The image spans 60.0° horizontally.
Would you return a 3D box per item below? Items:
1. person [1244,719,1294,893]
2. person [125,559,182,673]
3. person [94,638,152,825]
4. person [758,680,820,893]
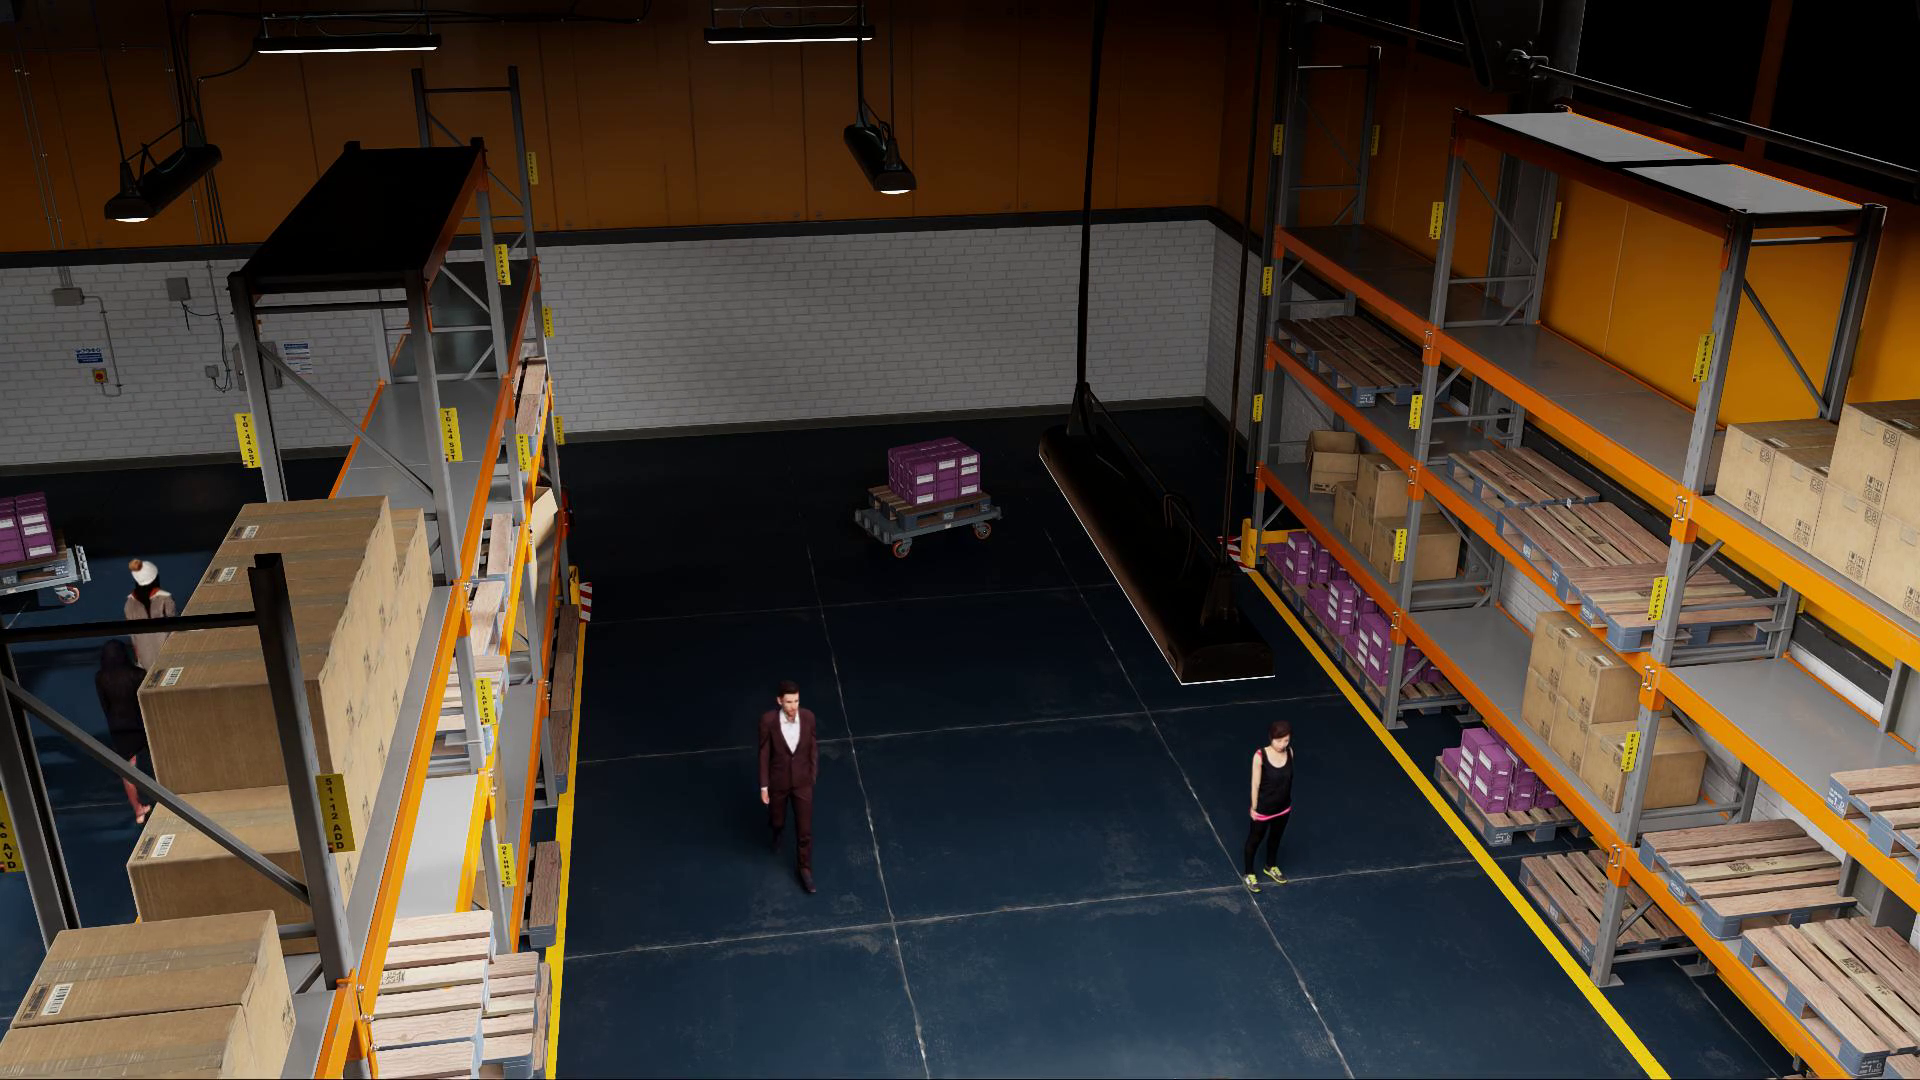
[{"bbox_3d":[2.575,2.164,13.803,0.592,1.551,0.584,-11,26,-24],"label":"person"},{"bbox_3d":[-7.673,1.083,15.875,0.919,1.872,1.142,4,24,10],"label":"person"},{"bbox_3d":[-7.341,1.706,14.696,0.623,1.675,1.112,-4,24,-9],"label":"person"},{"bbox_3d":[-1.447,1.976,13.871,0.725,1.841,1.097,-7,24,-15],"label":"person"}]
